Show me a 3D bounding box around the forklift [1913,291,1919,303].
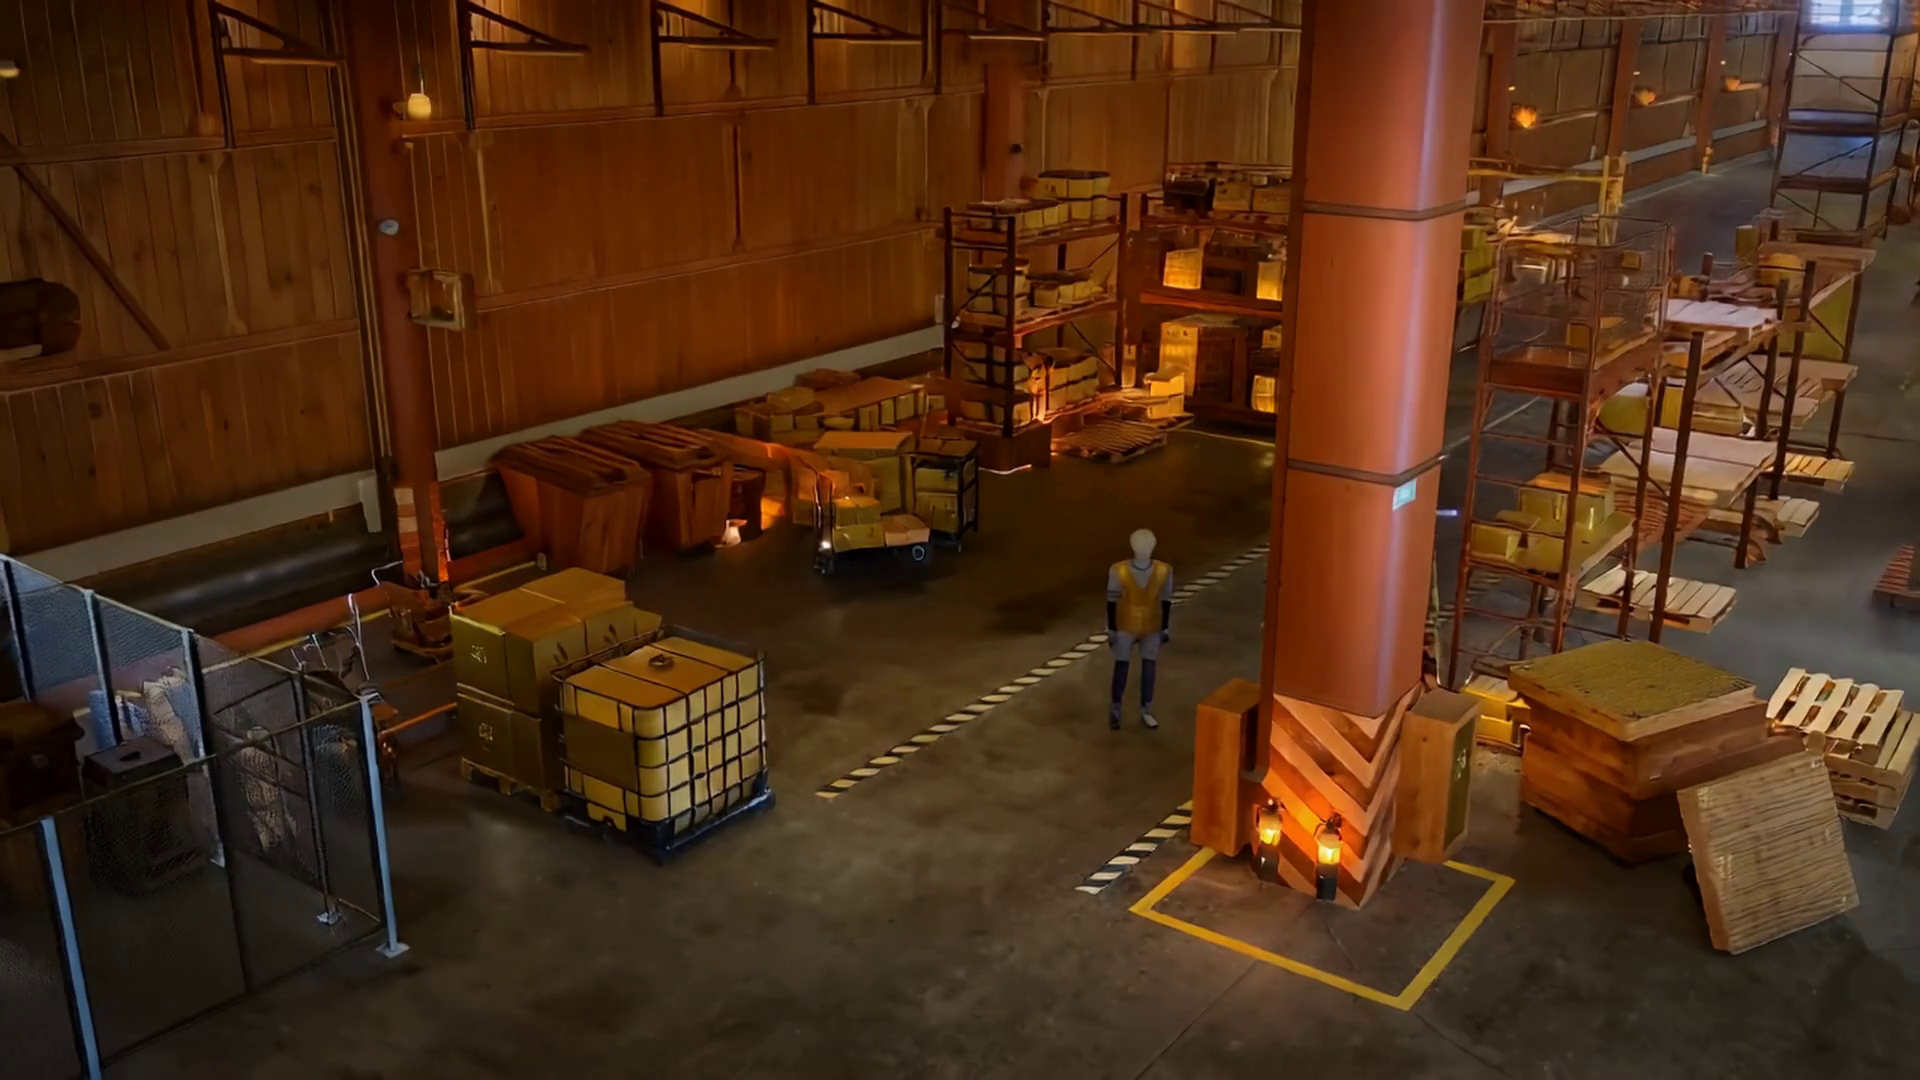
[{"bbox_3d":[19.398,-6.030,32.074,1.129,2.768,1.873,13,22,34],"label":"forklift"}]

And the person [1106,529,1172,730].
[{"bbox_3d":[1.433,0.707,13.339,0.536,1.689,0.325,-2,18,-6],"label":"person"}]
